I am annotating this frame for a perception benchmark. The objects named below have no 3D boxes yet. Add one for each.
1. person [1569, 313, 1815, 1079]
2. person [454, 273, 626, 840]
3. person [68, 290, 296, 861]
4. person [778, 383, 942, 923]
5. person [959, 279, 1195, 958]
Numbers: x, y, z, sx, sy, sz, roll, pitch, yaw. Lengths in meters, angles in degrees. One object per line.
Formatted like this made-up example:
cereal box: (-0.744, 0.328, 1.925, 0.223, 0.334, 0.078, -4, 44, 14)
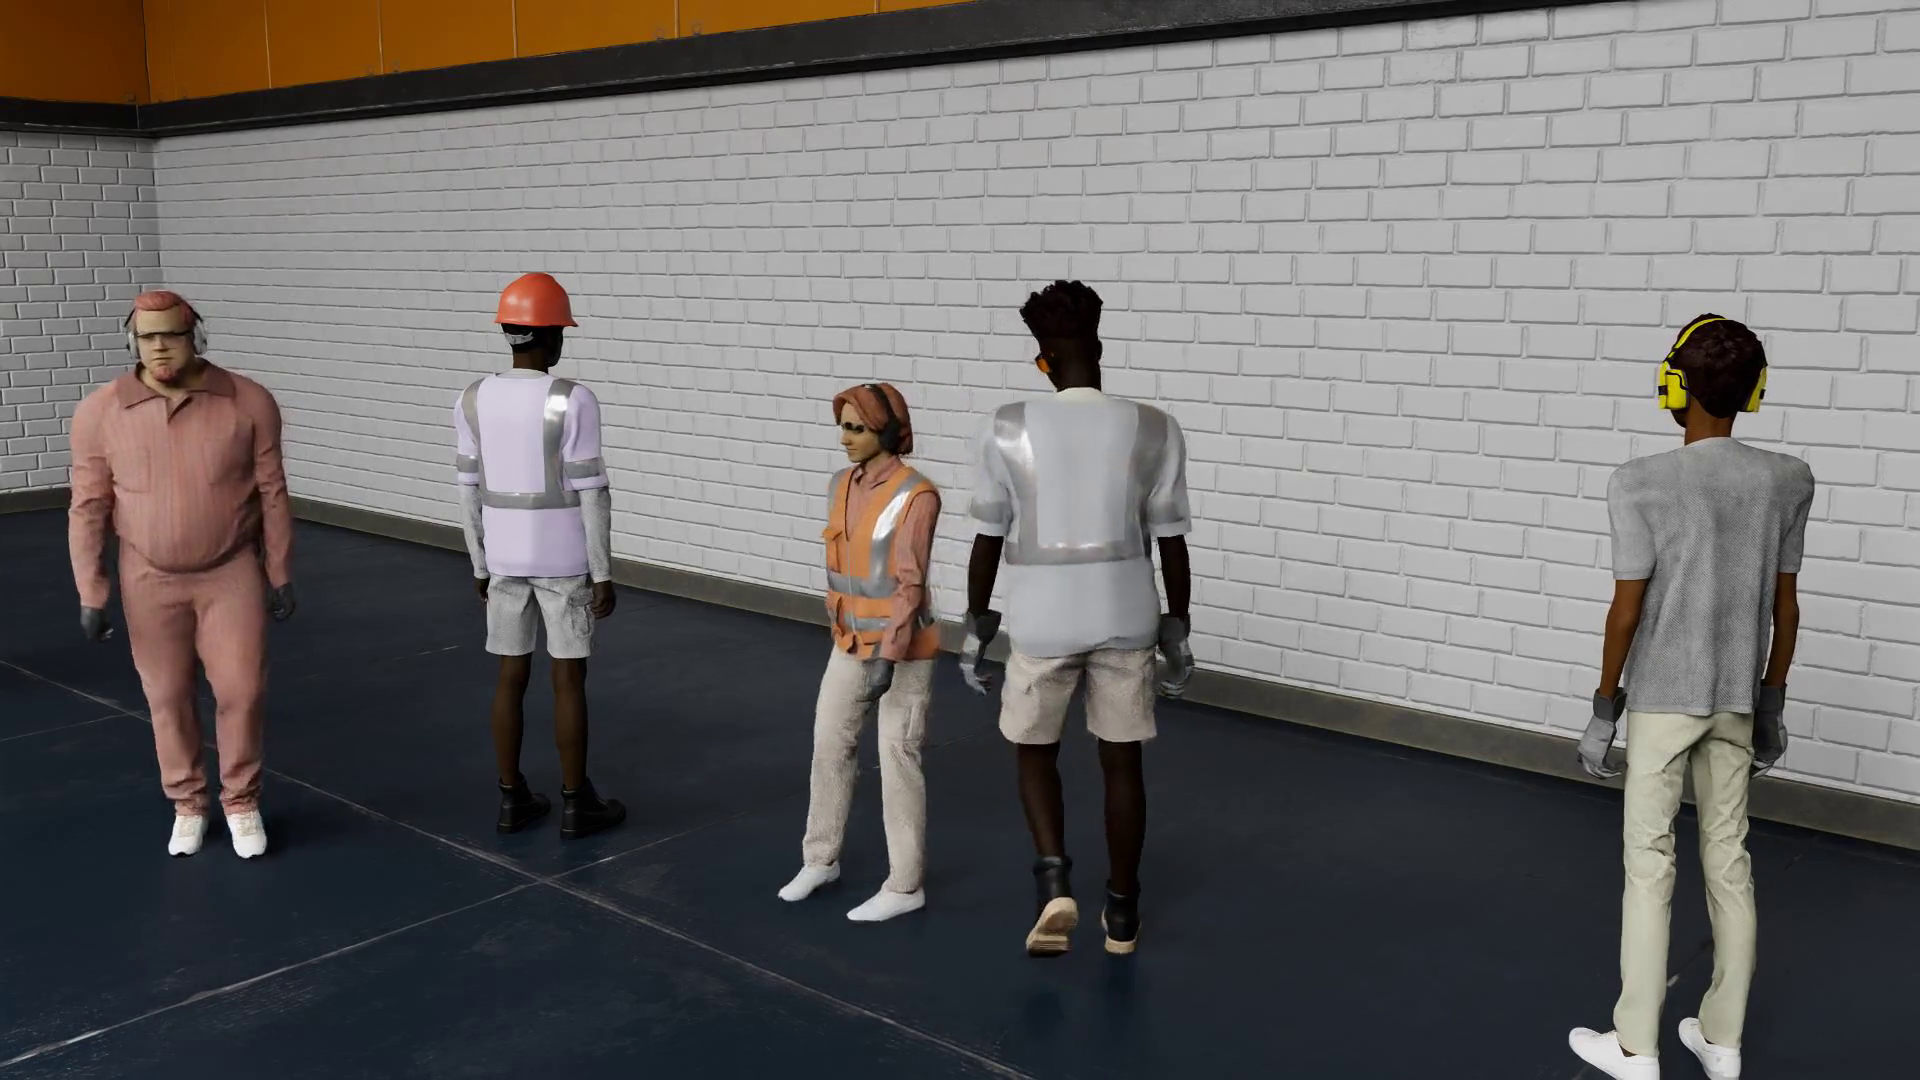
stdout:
person: (1.741, 0.400, 3.989, 0.513, 1.872, 0.328, -1, 10, -8)
person: (-1.430, 0.064, 5.710, 0.552, 1.937, 0.356, 3, 10, 17)
person: (-2.532, 0.139, 5.437, 0.666, 1.886, 0.602, -4, 11, -19)
person: (-0.272, 0.343, 5.012, 0.405, 1.627, 0.523, -9, 13, -42)
person: (0.337, 0.252, 4.643, 0.685, 1.936, 0.601, 0, 10, -1)
